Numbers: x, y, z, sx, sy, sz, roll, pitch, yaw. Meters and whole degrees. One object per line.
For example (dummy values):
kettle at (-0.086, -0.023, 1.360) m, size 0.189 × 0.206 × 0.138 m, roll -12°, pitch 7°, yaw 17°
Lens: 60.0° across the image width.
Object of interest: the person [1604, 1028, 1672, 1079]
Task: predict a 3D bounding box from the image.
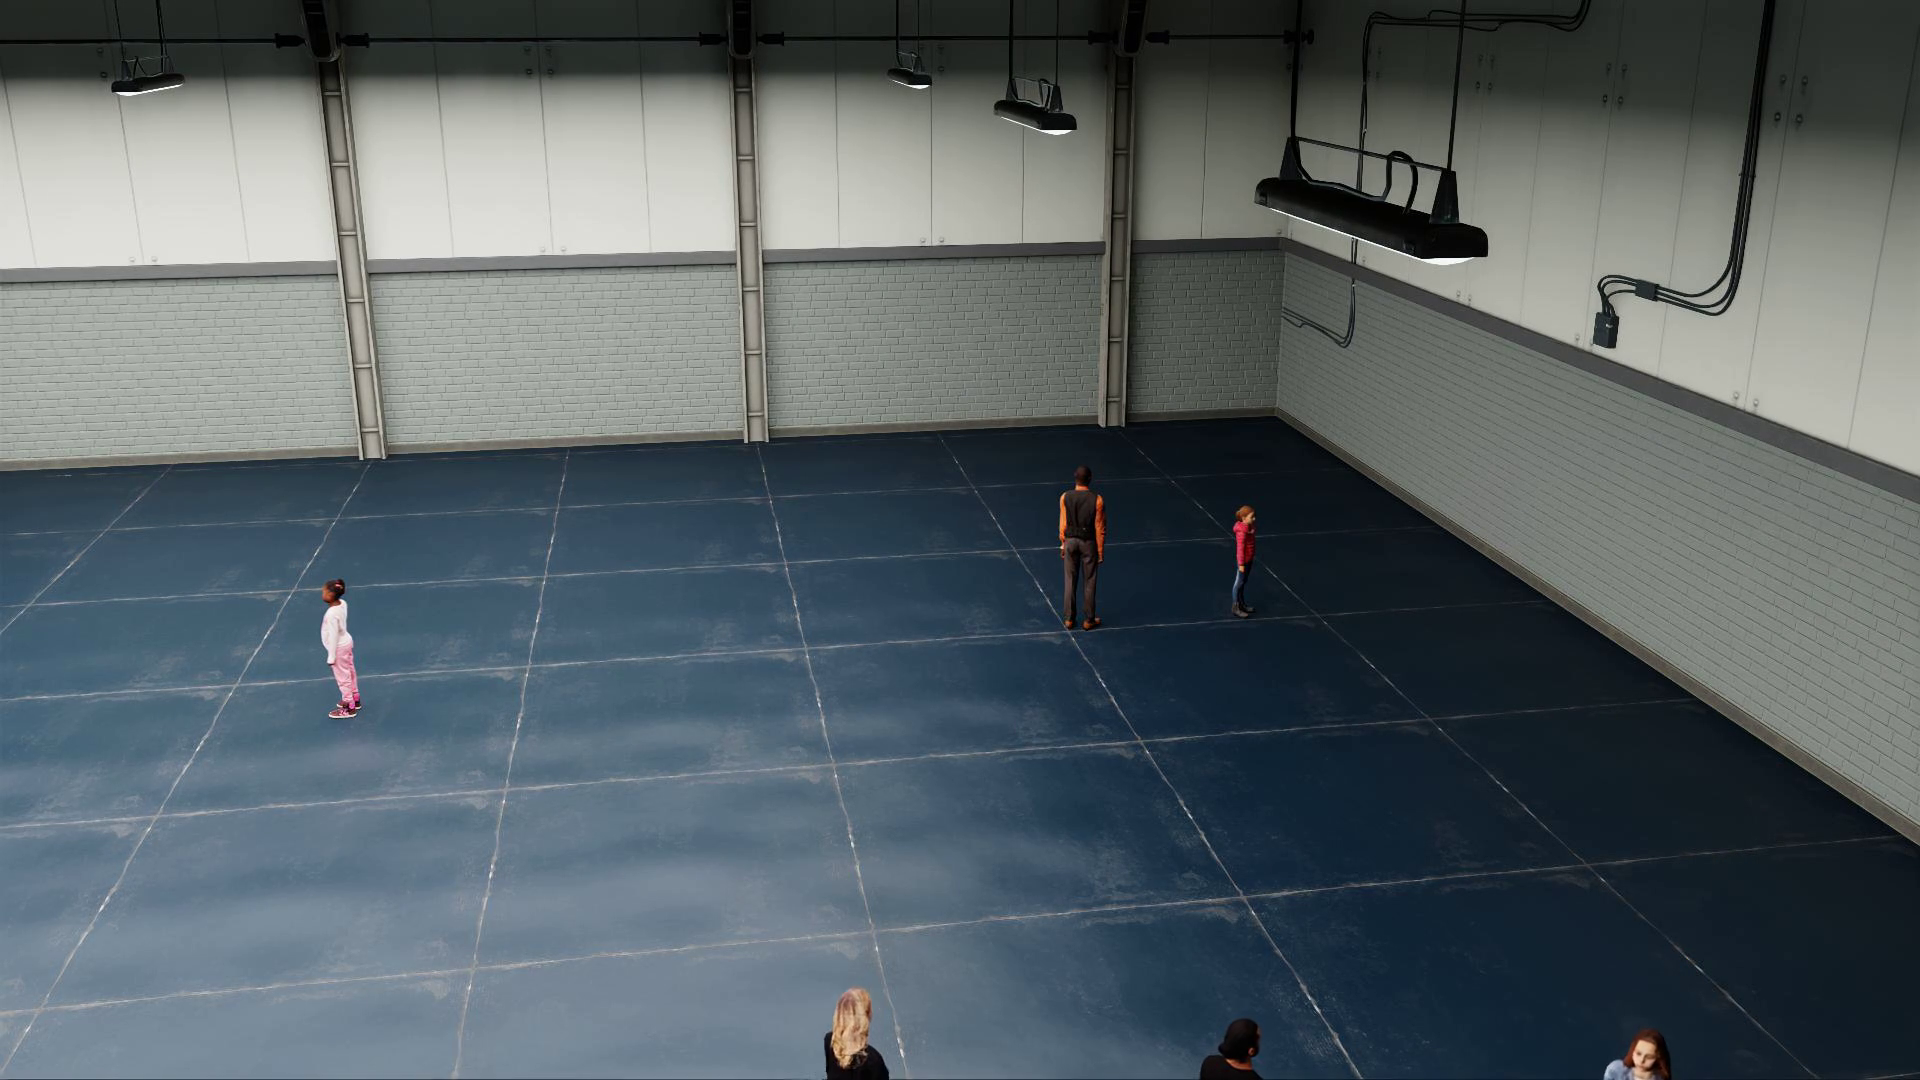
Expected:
person at (3.825, 3.390, 9.416) m, size 0.790 × 1.469 × 0.857 m, roll 14°, pitch 23°, yaw 37°

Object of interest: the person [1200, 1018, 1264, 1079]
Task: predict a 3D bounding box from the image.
person at (1.483, 3.370, 9.011) m, size 0.722 × 1.758 × 0.710 m, roll -16°, pitch 24°, yaw -39°

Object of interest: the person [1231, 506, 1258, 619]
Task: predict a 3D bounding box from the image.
person at (3.298, 0.233, 19.354) m, size 0.643 × 1.318 × 0.598 m, roll 9°, pitch 20°, yaw 26°

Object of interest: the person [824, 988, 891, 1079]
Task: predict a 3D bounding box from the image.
person at (-0.617, 3.322, 9.119) m, size 0.778 × 1.781 × 0.832 m, roll 14°, pitch 23°, yaw 36°

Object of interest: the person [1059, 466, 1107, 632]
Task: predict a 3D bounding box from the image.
person at (1.377, 0.082, 18.865) m, size 0.717 × 1.908 × 0.847 m, roll 5°, pitch 19°, yaw 16°

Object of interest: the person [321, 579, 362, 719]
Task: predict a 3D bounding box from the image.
person at (-6.190, 1.059, 16.617) m, size 0.545 × 1.441 × 0.579 m, roll 0°, pitch 18°, yaw -1°
